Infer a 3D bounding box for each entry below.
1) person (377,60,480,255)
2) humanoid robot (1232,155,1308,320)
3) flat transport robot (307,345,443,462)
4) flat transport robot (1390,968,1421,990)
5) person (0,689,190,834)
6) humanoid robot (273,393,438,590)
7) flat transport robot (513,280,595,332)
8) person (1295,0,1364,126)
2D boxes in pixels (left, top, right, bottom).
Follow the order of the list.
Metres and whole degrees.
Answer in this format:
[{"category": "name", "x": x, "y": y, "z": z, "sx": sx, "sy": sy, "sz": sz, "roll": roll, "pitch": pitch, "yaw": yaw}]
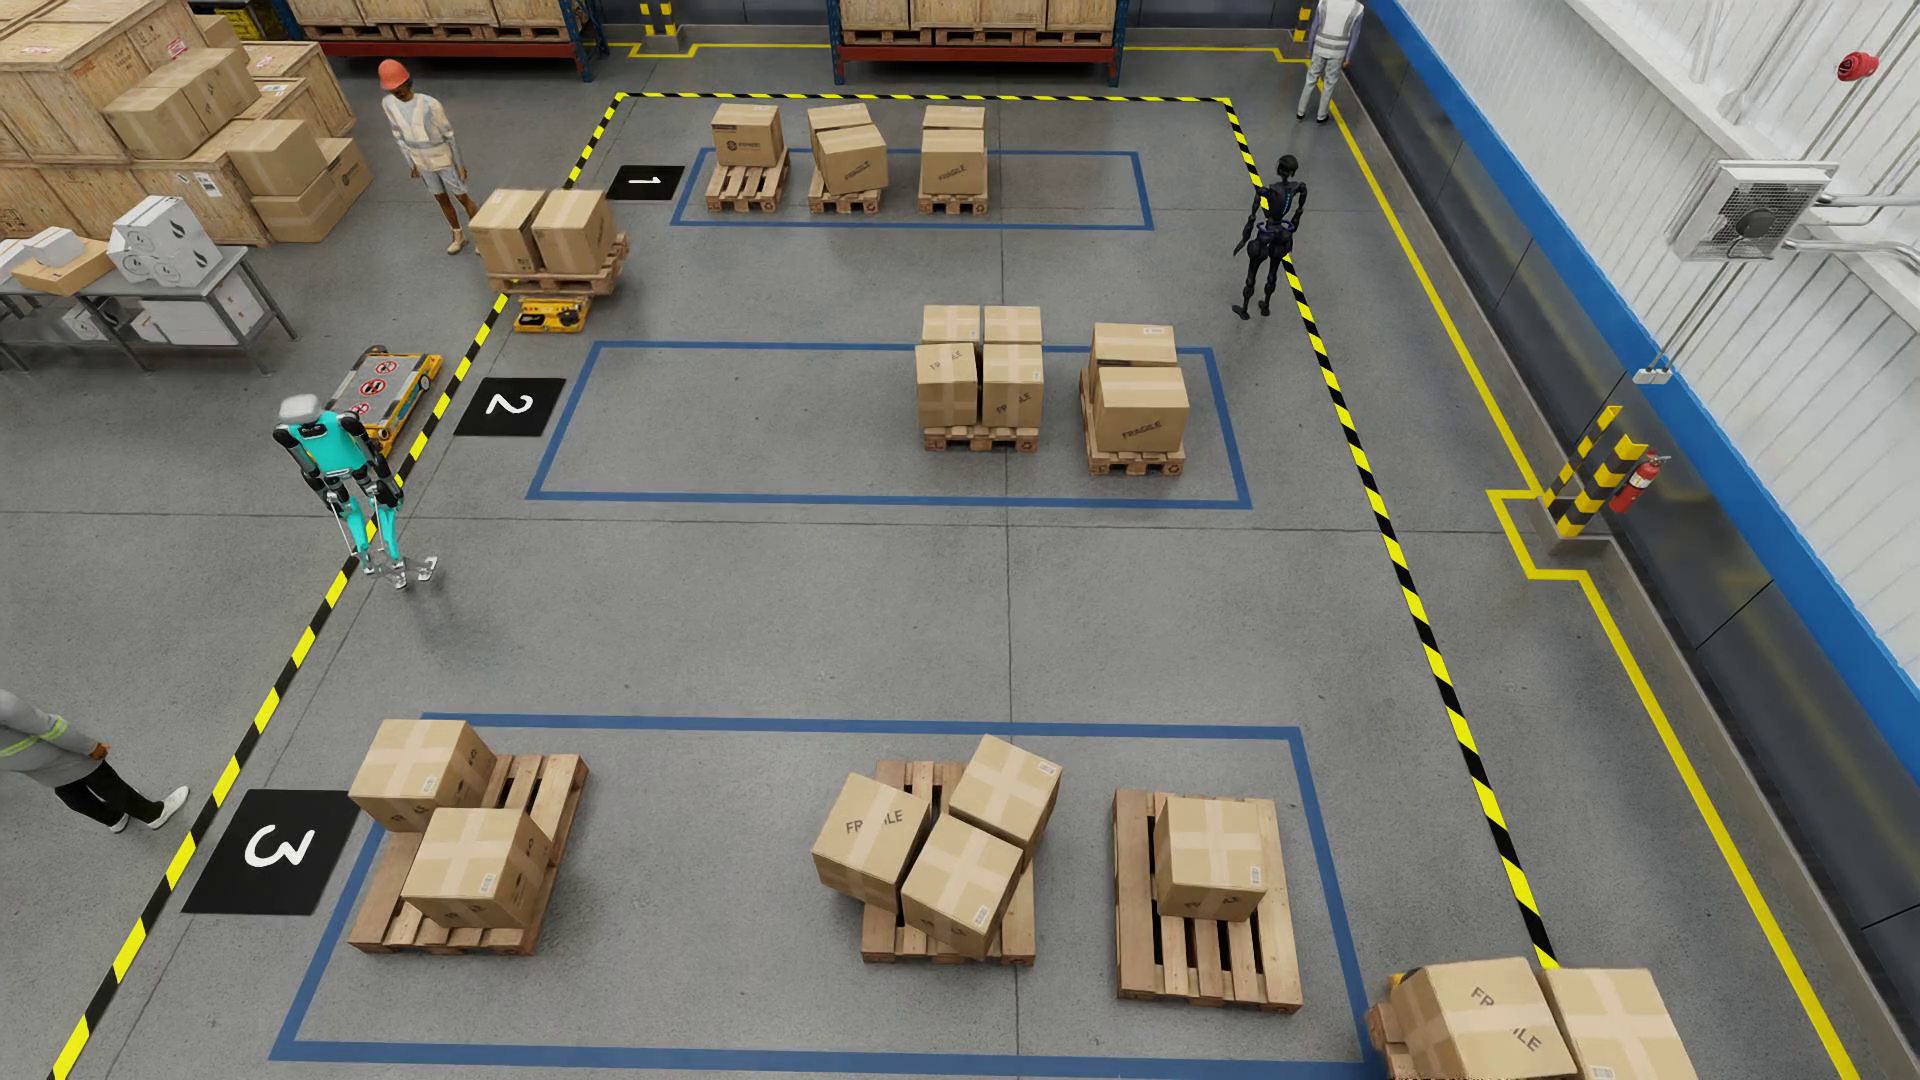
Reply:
[{"category": "person", "x": -5.472, "y": -3.924, "z": 9.527, "sx": 0.613, "sy": 2.040, "sz": 0.378, "roll": 2, "pitch": 50, "yaw": 2}, {"category": "humanoid robot", "x": 3.000, "y": -2.925, "z": 8.910, "sx": 0.599, "sy": 1.655, "sz": 0.315, "roll": -8, "pitch": 50, "yaw": -7}, {"category": "flat transport robot", "x": -5.383, "y": -1.269, "z": 8.441, "sx": 0.659, "sy": 0.231, "sz": 1.431, "roll": 1, "pitch": 50, "yaw": 1}, {"category": "flat transport robot", "x": 2.813, "y": 3.025, "z": 4.789, "sx": 0.652, "sy": 0.197, "sz": 1.431, "roll": 0, "pitch": 50, "yaw": 0}, {"category": "person", "x": -5.333, "y": 1.182, "z": 5.330, "sx": 0.598, "sy": 1.850, "sz": 0.387, "roll": -2, "pitch": 50, "yaw": -2}, {"category": "humanoid robot", "x": -4.268, "y": -0.202, "z": 6.485, "sx": 0.533, "sy": 1.681, "sz": 0.735, "roll": -12, "pitch": 51, "yaw": -10}, {"category": "flat transport robot", "x": -4.148, "y": -2.699, "z": 9.633, "sx": 0.652, "sy": 0.197, "sz": 1.431, "roll": 1, "pitch": 50, "yaw": 1}, {"category": "person", "x": 4.685, "y": -6.205, "z": 11.590, "sx": 0.590, "sy": 1.837, "sz": 0.404, "roll": 23, "pitch": 54, "yaw": 19}]
